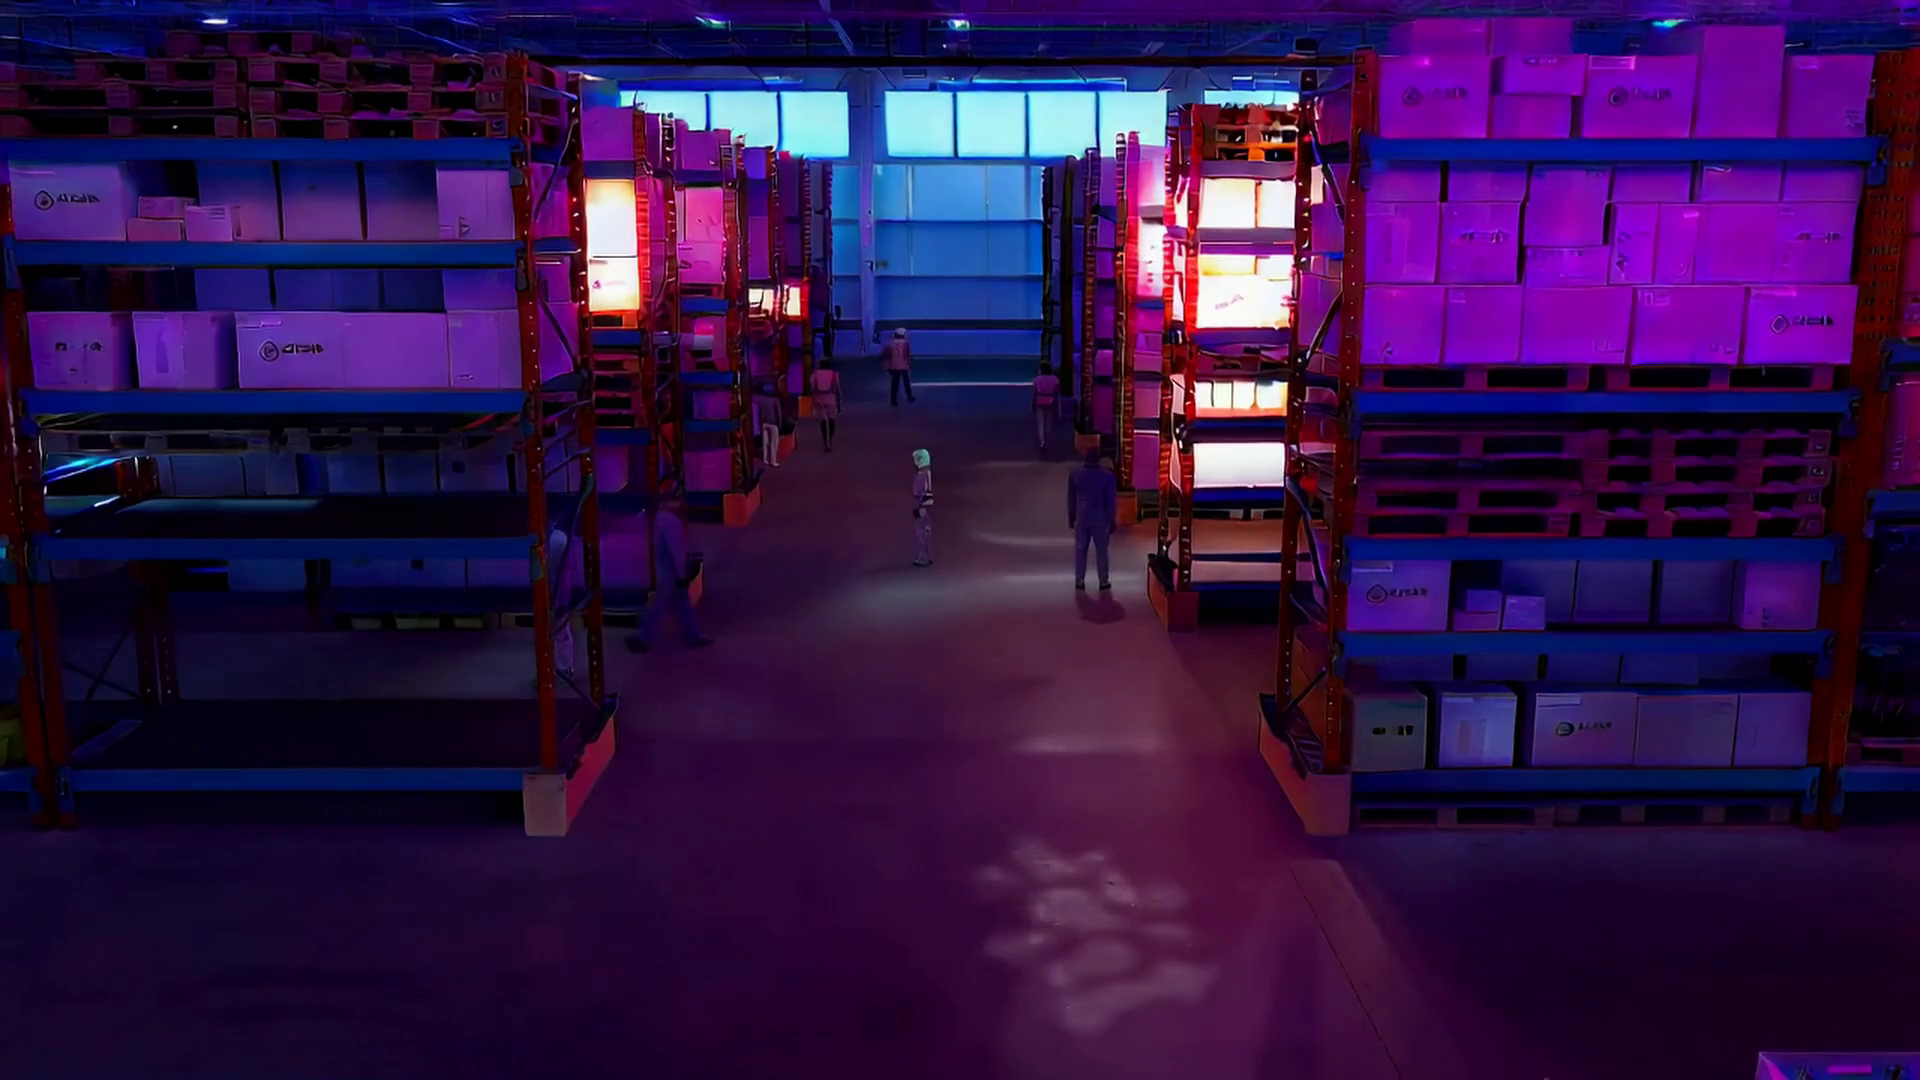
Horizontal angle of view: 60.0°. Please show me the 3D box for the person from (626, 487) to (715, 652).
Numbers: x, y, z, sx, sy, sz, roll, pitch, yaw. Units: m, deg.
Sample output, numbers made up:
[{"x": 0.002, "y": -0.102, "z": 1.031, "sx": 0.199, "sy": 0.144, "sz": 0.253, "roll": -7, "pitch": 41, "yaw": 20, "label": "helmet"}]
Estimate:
[{"x": -3.308, "y": 0.336, "z": 18.651, "sx": 0.993, "sy": 1.851, "sz": 0.660, "roll": -3, "pitch": 12, "yaw": -14, "label": "person"}]

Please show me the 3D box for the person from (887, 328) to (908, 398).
[{"x": -1.627, "y": -4.566, "z": 42.943, "sx": 0.669, "sy": 1.826, "sz": 0.438, "roll": 7, "pitch": 14, "yaw": 33, "label": "person"}]

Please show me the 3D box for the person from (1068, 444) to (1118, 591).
[{"x": 1.722, "y": -0.290, "z": 21.551, "sx": 0.643, "sy": 1.913, "sz": 0.410, "roll": 2, "pitch": 12, "yaw": 10, "label": "person"}]

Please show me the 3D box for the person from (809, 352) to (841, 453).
[{"x": -2.734, "y": -2.803, "z": 33.726, "sx": 0.637, "sy": 2.018, "sz": 0.824, "roll": -1, "pitch": 11, "yaw": -5, "label": "person"}]

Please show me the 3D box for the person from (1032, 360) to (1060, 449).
[{"x": 1.759, "y": -2.746, "z": 33.920, "sx": 0.564, "sy": 1.827, "sz": 0.691, "roll": 0, "pitch": 11, "yaw": 2, "label": "person"}]

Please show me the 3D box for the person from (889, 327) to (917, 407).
[{"x": -1.449, "y": -4.295, "z": 41.284, "sx": 0.636, "sy": 1.947, "sz": 0.974, "roll": 6, "pitch": 13, "yaw": 29, "label": "person"}]

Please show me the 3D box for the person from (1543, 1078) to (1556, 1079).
[{"x": 2.262, "y": 2.872, "z": 6.435, "sx": 0.369, "sy": 1.678, "sz": 0.551, "roll": 2, "pitch": 12, "yaw": 8, "label": "person"}]

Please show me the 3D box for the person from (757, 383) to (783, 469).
[{"x": -3.602, "y": -2.163, "z": 31.521, "sx": 0.507, "sy": 1.633, "sz": 0.274, "roll": 4, "pitch": 12, "yaw": 21, "label": "person"}]

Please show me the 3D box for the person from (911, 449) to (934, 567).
[{"x": -0.515, "y": -0.449, "z": 23.014, "sx": 0.309, "sy": 1.641, "sz": 0.512, "roll": 2, "pitch": 12, "yaw": 10, "label": "person"}]

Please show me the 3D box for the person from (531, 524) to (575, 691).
[{"x": -4.210, "y": 0.586, "z": 17.143, "sx": 0.635, "sy": 1.936, "sz": 0.352, "roll": 11, "pitch": 16, "yaw": 43, "label": "person"}]
